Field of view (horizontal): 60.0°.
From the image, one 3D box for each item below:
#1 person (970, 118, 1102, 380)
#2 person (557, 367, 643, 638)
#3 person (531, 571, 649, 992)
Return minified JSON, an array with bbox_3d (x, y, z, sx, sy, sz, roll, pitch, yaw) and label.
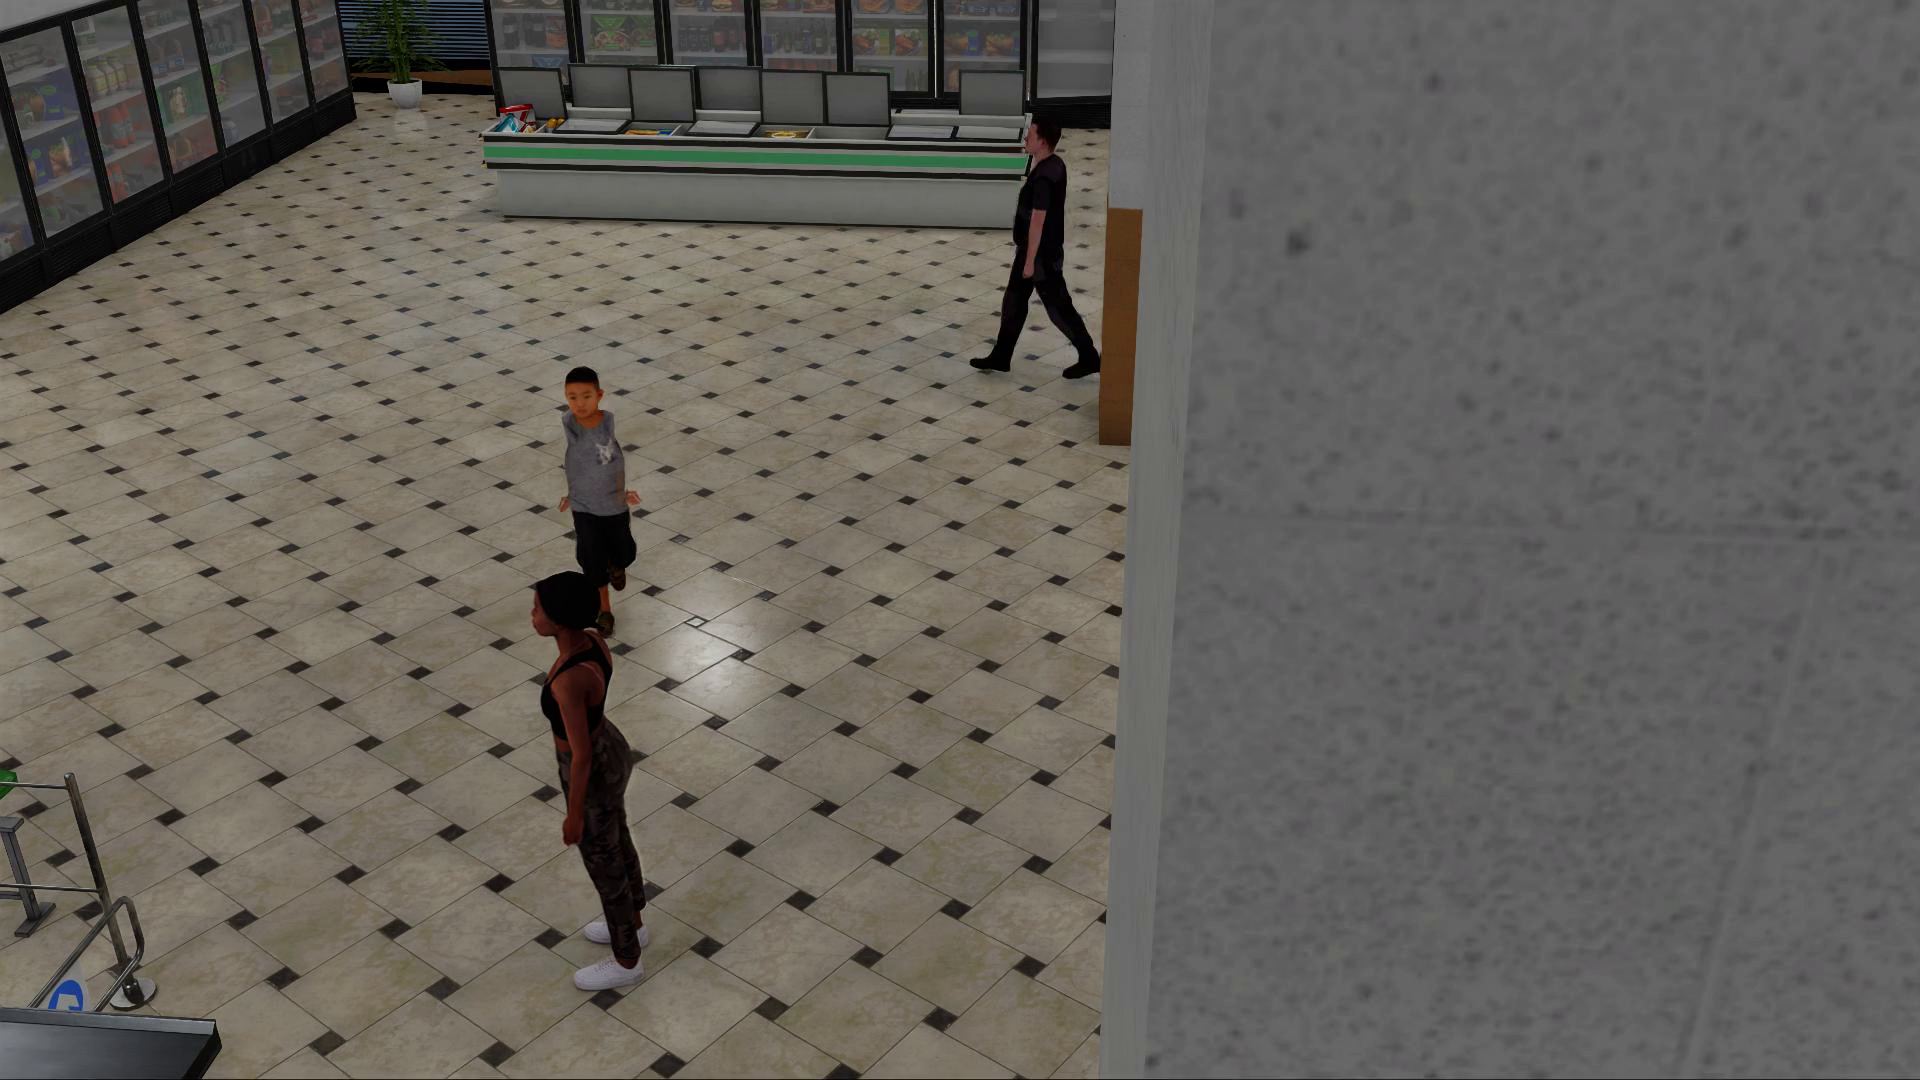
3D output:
[{"bbox_3d":[0.641,-1.944,11.397,1.171,1.805,0.744,2,27,3],"label":"person"},{"bbox_3d":[-1.849,-0.267,8.492,0.860,1.442,0.781,-5,27,-9],"label":"person"},{"bbox_3d":[-1.318,0.867,5.973,0.536,1.699,0.596,0,27,-1],"label":"person"}]
